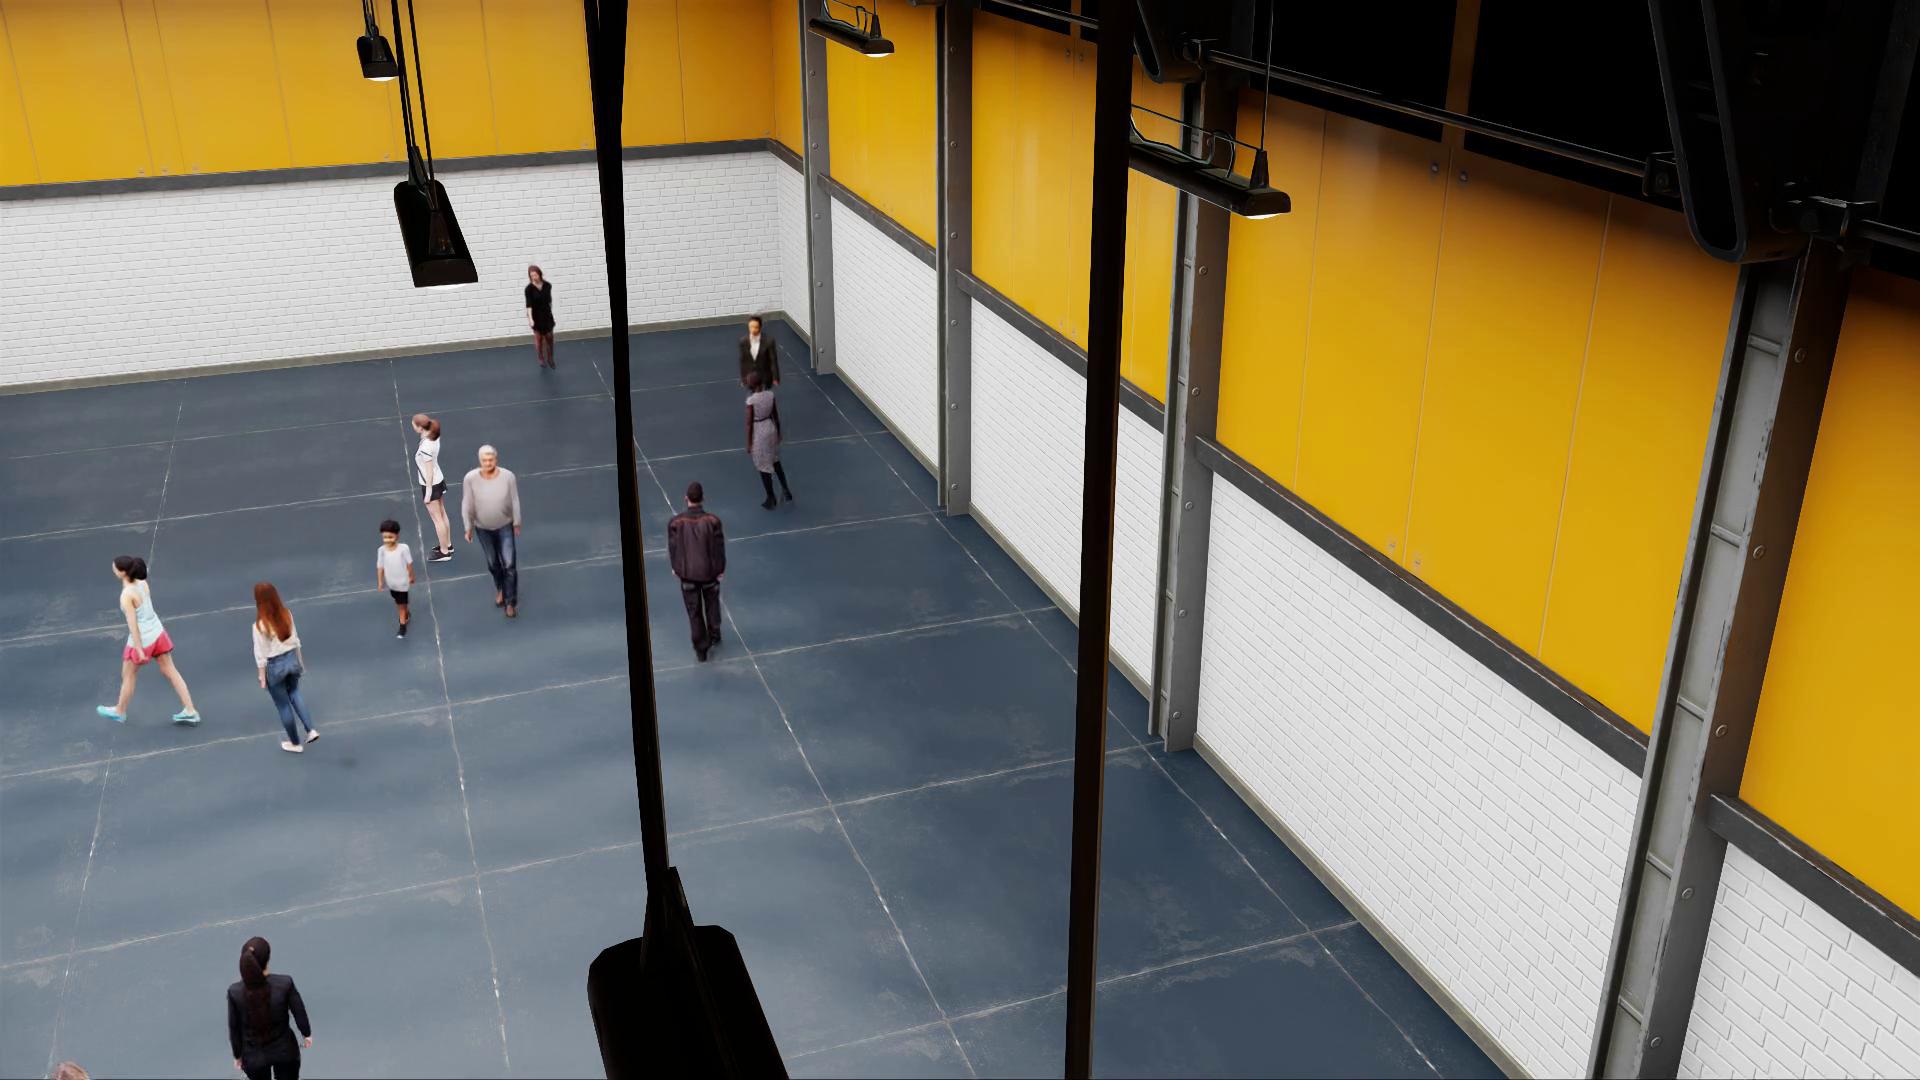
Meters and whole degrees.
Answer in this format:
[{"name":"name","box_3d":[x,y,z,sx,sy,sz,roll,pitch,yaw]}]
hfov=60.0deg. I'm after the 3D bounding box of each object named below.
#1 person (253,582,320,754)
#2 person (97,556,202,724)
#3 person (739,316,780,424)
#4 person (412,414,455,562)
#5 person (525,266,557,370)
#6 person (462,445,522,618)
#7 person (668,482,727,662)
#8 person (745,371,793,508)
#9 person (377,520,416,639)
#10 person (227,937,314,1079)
[{"name":"person","box_3d":[-6.055,1.175,14.995,0.806,1.722,0.745,15,28,30]},{"name":"person","box_3d":[-7.482,0.965,15.484,1.011,1.715,1.174,3,24,6]},{"name":"person","box_3d":[-2.747,-2.245,22.748,0.876,1.777,0.948,3,24,8]},{"name":"person","box_3d":[-6.035,-0.615,19.052,0.685,1.752,0.568,-2,24,-4]},{"name":"person","box_3d":[-6.461,-3.431,25.597,0.659,1.669,0.746,-19,30,-36]},{"name":"person","box_3d":[-4.997,-0.167,17.873,0.896,1.874,1.120,-2,24,-4]},{"name":"person","box_3d":[-2.634,0.348,16.749,0.811,1.832,0.925,-5,24,-10]},{"name":"person","box_3d":[-2.379,-1.219,20.406,0.825,1.773,0.853,-19,30,-37]},{"name":"person","box_3d":[-5.903,0.366,17.463,0.657,1.226,0.926,-2,24,-4]},{"name":"person","box_3d":[-4.270,3.234,10.310,0.608,1.700,0.580,-8,25,-17]}]
